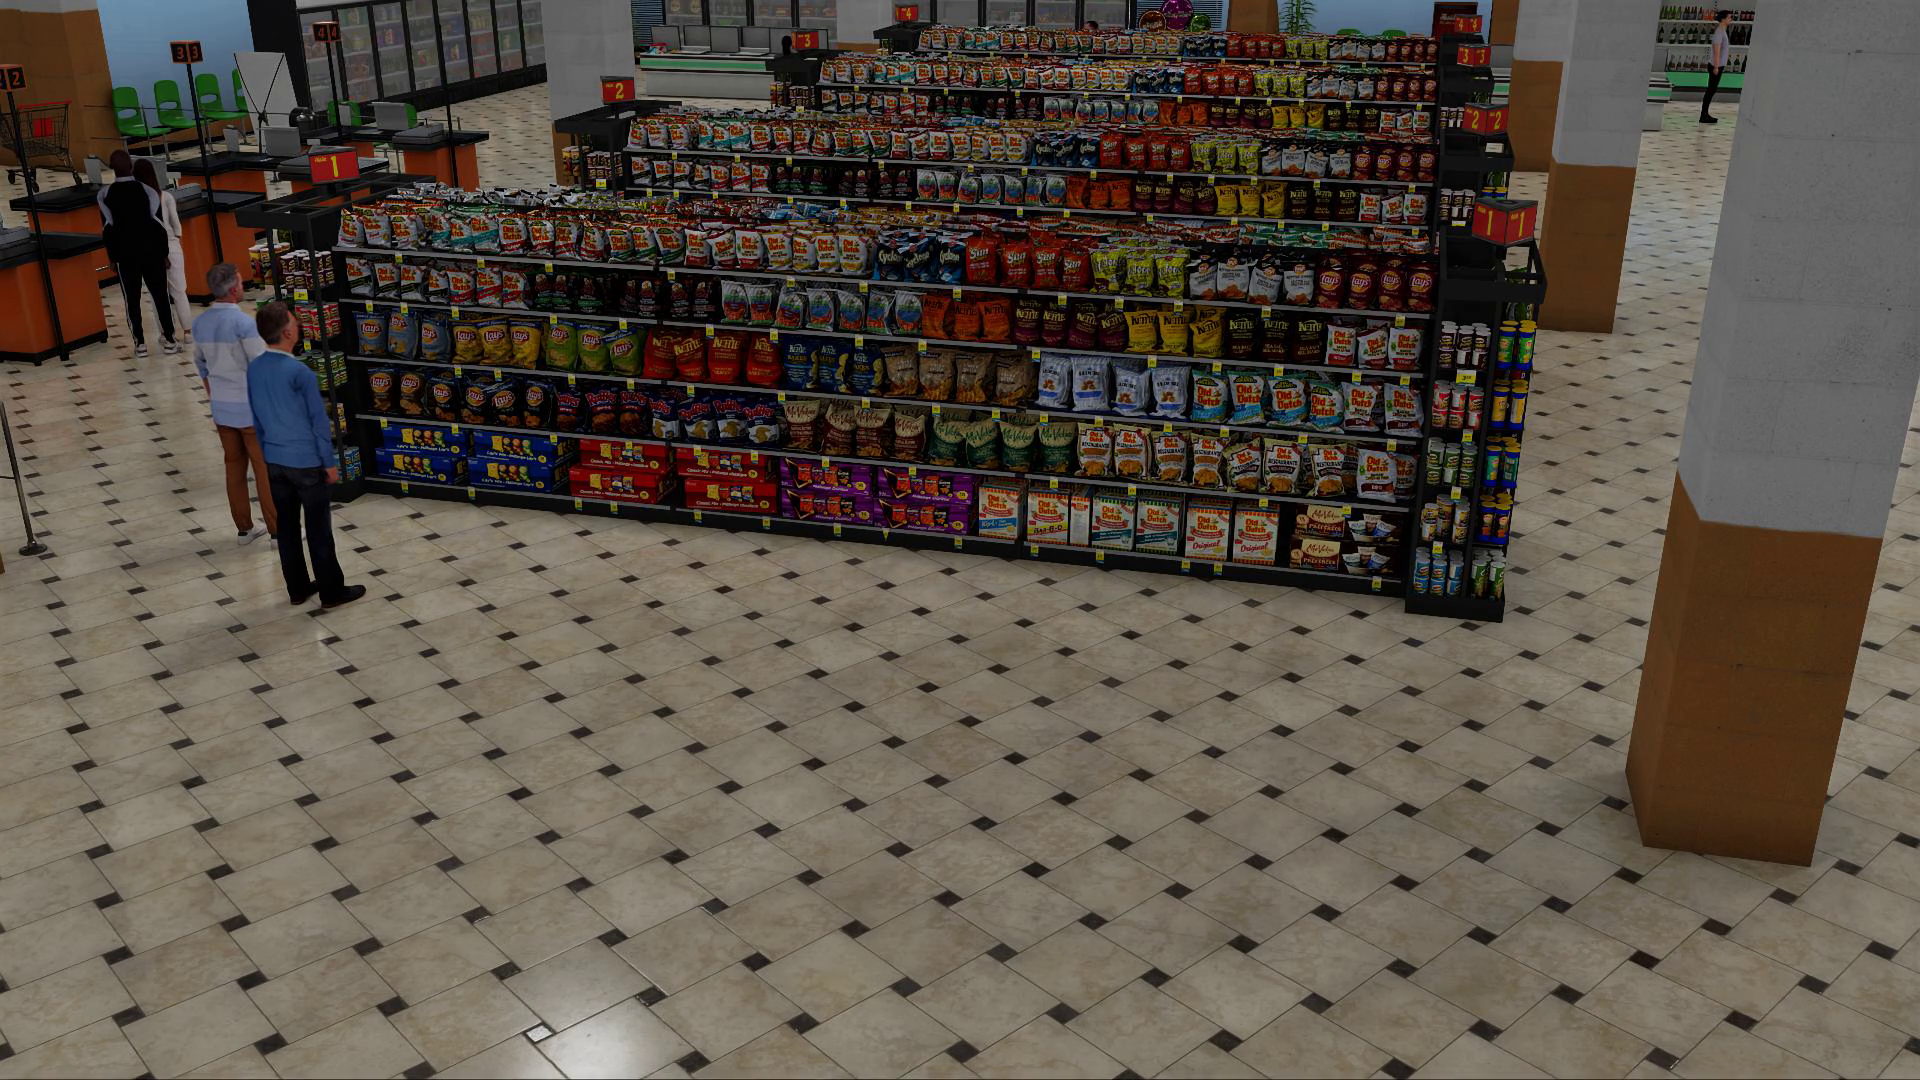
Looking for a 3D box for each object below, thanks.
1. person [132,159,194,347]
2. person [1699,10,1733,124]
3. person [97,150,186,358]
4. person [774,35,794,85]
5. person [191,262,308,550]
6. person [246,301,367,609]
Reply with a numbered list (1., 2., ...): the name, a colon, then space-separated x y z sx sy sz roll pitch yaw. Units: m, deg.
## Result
1. person: -7.270 -2.613 15.108 0.666 1.688 0.744 -9 24 -22
2. person: 13.058 -8.183 28.735 0.598 1.863 0.713 10 24 23
3. person: -7.293 -2.545 14.750 0.701 1.828 0.800 -9 23 -21
4. person: -2.711 -7.131 26.364 0.628 1.678 0.749 -1 22 -2
5. person: -4.536 -0.840 10.509 0.537 1.827 0.756 8 23 18
6. person: -3.851 -0.486 9.638 0.545 1.820 0.742 9 24 22
